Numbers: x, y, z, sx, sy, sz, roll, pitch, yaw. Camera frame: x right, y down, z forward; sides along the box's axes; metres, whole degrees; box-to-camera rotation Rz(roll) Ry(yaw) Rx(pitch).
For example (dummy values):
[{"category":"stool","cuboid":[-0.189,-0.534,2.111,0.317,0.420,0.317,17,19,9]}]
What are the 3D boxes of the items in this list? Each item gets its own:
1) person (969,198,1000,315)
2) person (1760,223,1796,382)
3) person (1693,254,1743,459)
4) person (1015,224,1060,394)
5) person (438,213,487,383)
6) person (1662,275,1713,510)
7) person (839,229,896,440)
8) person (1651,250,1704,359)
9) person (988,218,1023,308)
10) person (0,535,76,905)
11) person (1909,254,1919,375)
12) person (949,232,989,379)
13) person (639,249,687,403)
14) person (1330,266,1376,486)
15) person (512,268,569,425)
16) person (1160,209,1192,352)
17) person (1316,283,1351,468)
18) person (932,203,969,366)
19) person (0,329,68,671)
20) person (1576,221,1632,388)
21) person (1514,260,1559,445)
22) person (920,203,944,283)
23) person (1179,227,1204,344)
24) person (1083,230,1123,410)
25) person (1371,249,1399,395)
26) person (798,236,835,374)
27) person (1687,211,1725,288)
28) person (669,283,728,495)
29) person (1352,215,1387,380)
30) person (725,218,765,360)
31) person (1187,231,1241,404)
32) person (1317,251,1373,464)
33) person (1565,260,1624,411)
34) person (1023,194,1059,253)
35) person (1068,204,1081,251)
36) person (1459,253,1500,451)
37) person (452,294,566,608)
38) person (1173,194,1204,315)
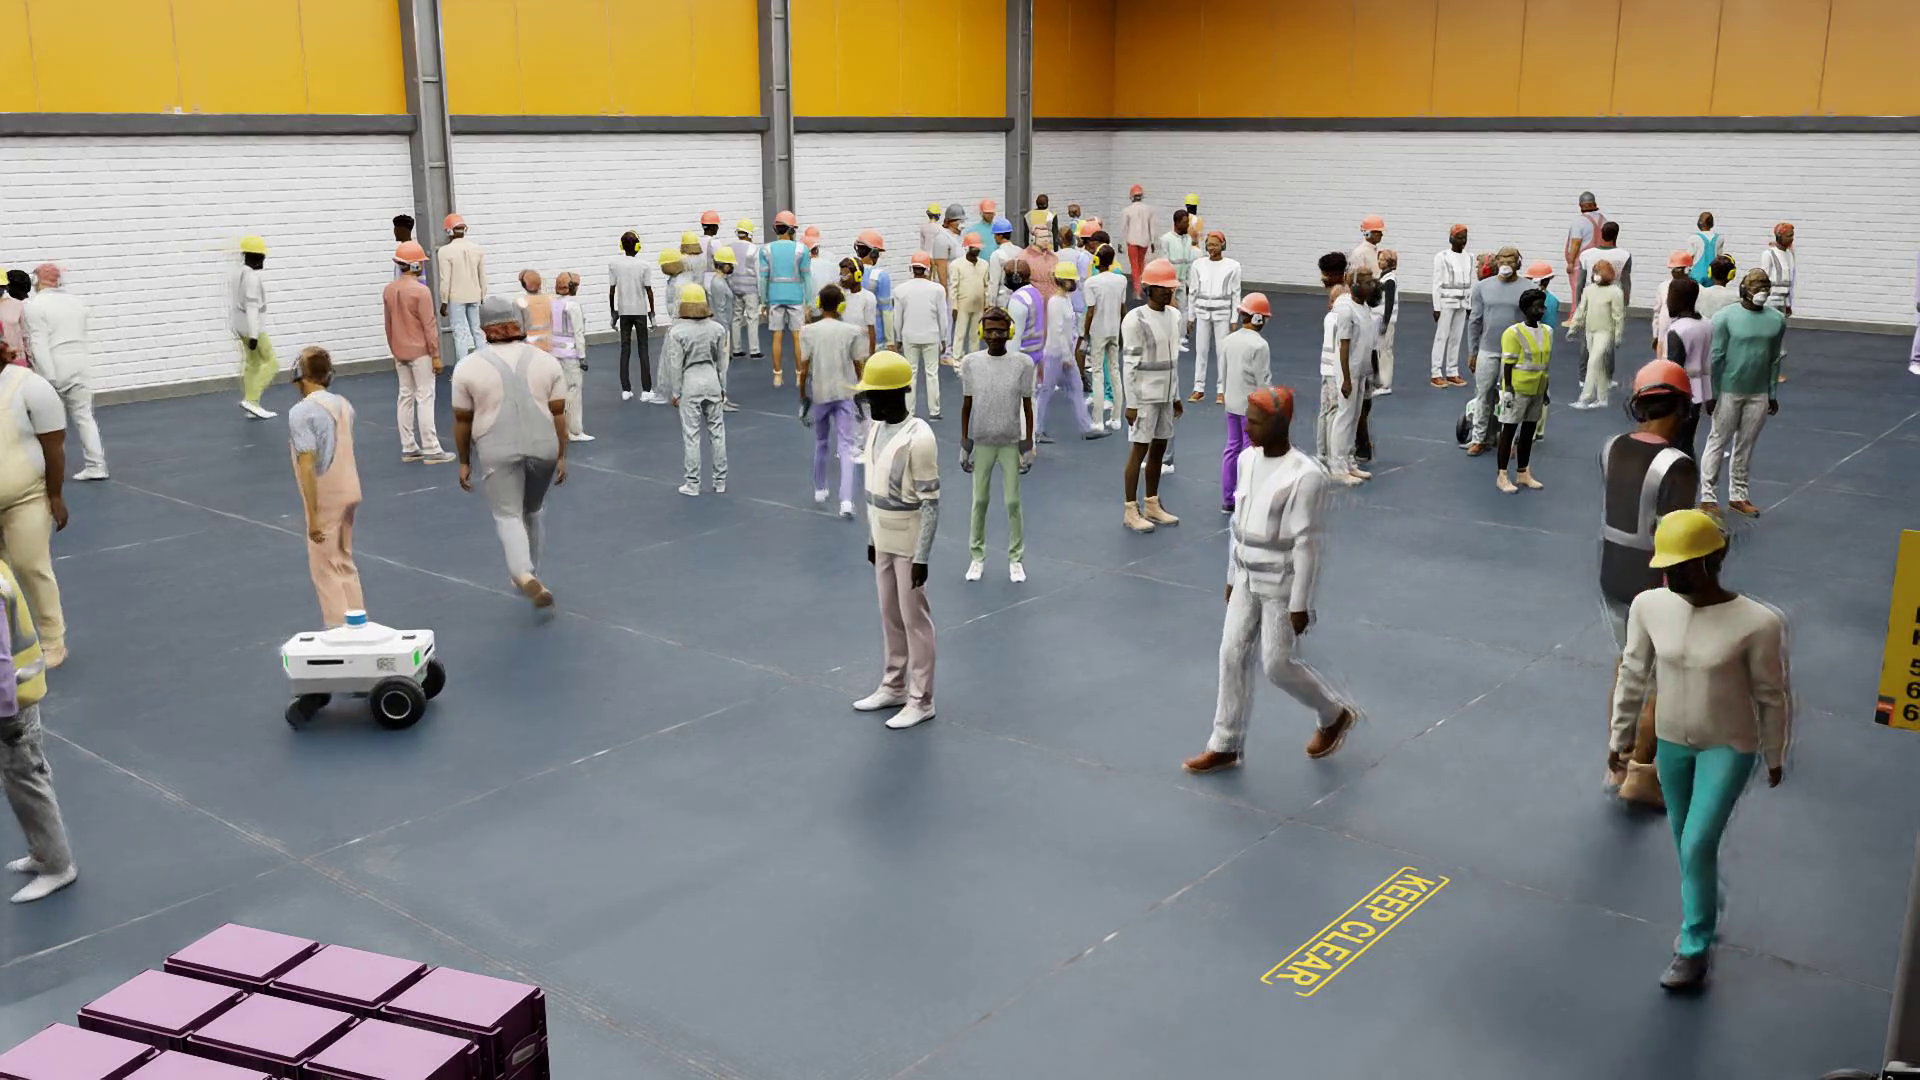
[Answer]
[{"category":"person","cuboid":[0.400,-3.902,23.880,0.652,1.981,0.450,-7,16,-27]},{"category":"person","cuboid":[9.646,-2.797,19.671,0.574,1.883,0.355,-10,17,-34]},{"category":"person","cuboid":[6.870,-1.666,15.177,0.524,1.871,0.325,11,18,38]},{"category":"person","cuboid":[0.909,-2.636,18.982,0.641,1.908,0.407,-12,18,-40]},{"category":"person","cuboid":[-5.884,-2.849,19.657,0.402,1.990,0.621,12,18,39]},{"category":"person","cuboid":[5.496,-1.056,12.654,0.391,1.915,0.601,13,19,42]},{"category":"person","cuboid":[-0.864,-1.956,15.997,0.608,2.039,0.378,10,17,35]},{"category":"person","cuboid":[7.380,-2.107,17.174,0.341,1.752,0.563,-8,16,-30]},{"category":"person","cuboid":[0.531,-2.820,19.654,0.415,1.940,0.605,11,18,38]},{"category":"person","cuboid":[-3.755,0.623,6.532,0.321,1.629,0.574,-8,16,-29]},{"category":"person","cuboid":[11.967,-2.957,20.289,0.650,1.901,0.401,-4,15,-17]},{"category":"person","cuboid":[0.129,-2.820,20.021,0.560,1.753,0.329,-9,17,-32]},{"category":"person","cuboid":[-3.137,-2.286,17.976,0.824,1.696,0.502,-5,15,-19]},{"category":"person","cuboid":[3.355,-1.394,14.139,0.345,1.847,0.507,8,16,30]},{"category":"person","cuboid":[-4.194,-1.910,16.686,0.712,1.611,0.521,13,19,43]},{"category":"person","cuboid":[2.871,-3.455,22.259,0.397,1.911,0.597,14,19,43]},{"category":"person","cuboid":[3.372,-1.467,14.847,0.310,1.642,0.514,-2,14,-7]},{"category":"person","cuboid":[-0.030,-3.251,21.164,0.538,2.000,0.684,7,16,25]},{"category":"person","cuboid":[-5.340,-0.264,9.227,0.693,2.000,0.537,1,14,3]},{"category":"person","cuboid":[7.455,-2.725,19.311,0.596,1.917,0.372,9,17,33]},{"category":"person","cuboid":[5.474,-1.785,15.887,0.330,1.750,0.572,11,18,37]},{"category":"person","cuboid":[-0.421,-4.536,26.857,0.522,1.769,0.311,13,19,41]},{"category":"person","cuboid":[3.134,-3.557,23.259,0.522,1.602,0.431,7,15,25]},{"category":"person","cuboid":[1.538,-2.354,17.839,0.397,1.914,0.587,-7,16,-26]},{"category":"person","cuboid":[4.796,-2.463,18.825,0.309,1.643,0.514,1,14,5]},{"category":"person","cuboid":[-1.657,-2.803,20.068,0.710,1.705,0.600,13,19,41]},{"category":"person","cuboid":[10.269,-3.616,23.036,0.508,1.843,0.335,-1,14,-2]},{"category":"person","cuboid":[-2.157,-1.240,13.731,0.486,1.745,0.293,-8,16,-29]},{"category":"person","cuboid":[4.735,-2.767,19.325,0.381,1.994,0.614,9,17,32]},{"category":"person","cuboid":[-2.783,-3.254,21.619,0.595,1.824,0.403,7,16,26]},{"category":"person","cuboid":[2.771,-2.435,18.226,0.583,1.882,0.350,6,15,23]},{"category":"person","cuboid":[3.471,-1.624,14.919,0.605,1.913,0.643,4,15,15]},{"category":"person","cuboid":[6.731,-2.175,17.761,0.799,1.594,0.503,-6,15,-23]},{"category":"person","cuboid":[1.409,-4.990,28.521,0.625,1.844,0.429,5,15,18]},{"category":"person","cuboid":[2.044,-5.122,29.477,0.312,1.633,0.514,3,14,12]},{"category":"person","cuboid":[4.951,-1.756,15.585,0.373,1.843,0.572,9,16,31]},{"category":"person","cuboid":[-2.792,-0.575,10.472,0.695,2.000,0.927,-8,16,-29]},{"category":"person","cuboid":[3.682,-4.581,26.712,0.371,1.927,0.588,-14,19,-43]}]
